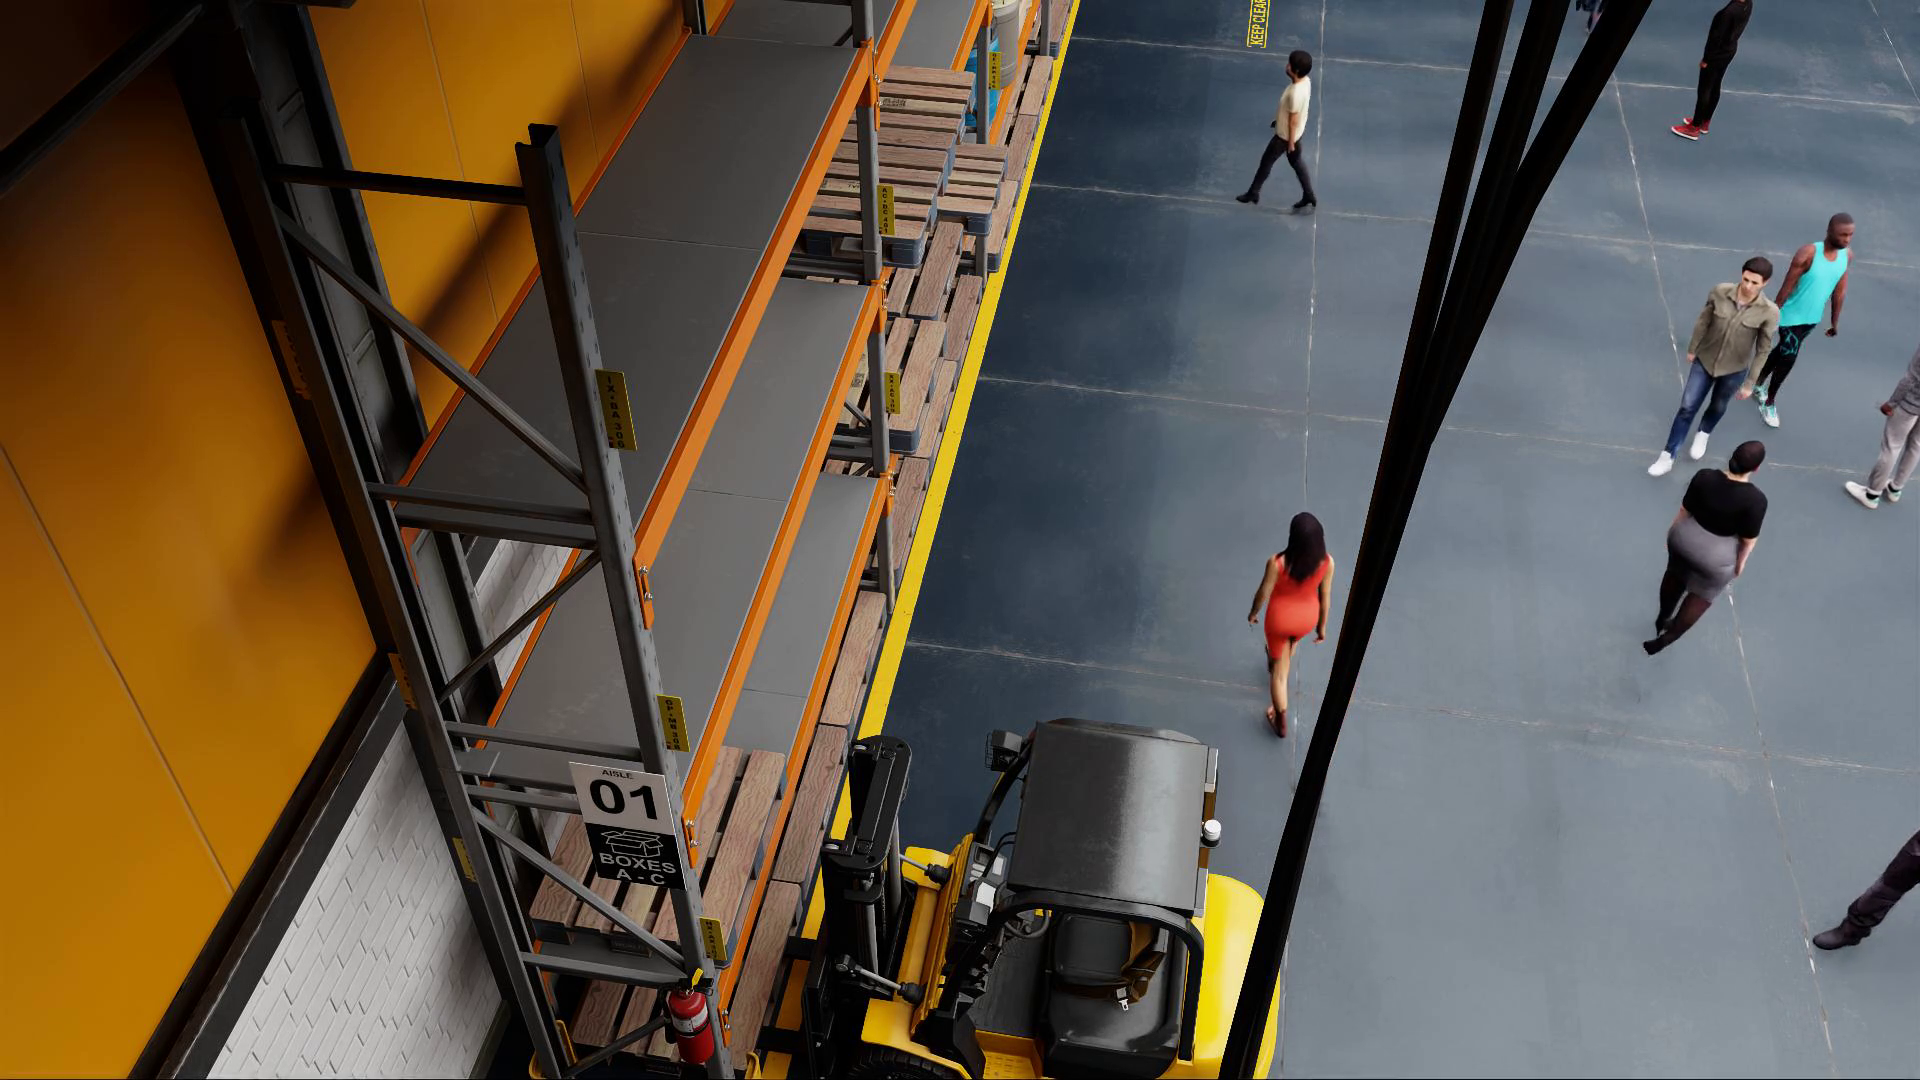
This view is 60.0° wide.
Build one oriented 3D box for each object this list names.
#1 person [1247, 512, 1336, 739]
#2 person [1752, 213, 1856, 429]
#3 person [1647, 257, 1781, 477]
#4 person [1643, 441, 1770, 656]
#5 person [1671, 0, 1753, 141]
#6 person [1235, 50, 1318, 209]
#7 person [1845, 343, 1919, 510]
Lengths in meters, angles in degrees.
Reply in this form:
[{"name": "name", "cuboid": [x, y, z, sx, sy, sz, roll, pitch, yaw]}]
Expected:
[{"name": "person", "cuboid": [2.087, 0.579, 10.384, 0.807, 1.683, 1.073, -5, 44, -5]}, {"name": "person", "cuboid": [6.398, -1.787, 12.783, 0.799, 1.799, 0.907, -10, 45, -10]}, {"name": "person", "cuboid": [5.672, -1.348, 12.299, 1.018, 1.831, 1.177, 24, 49, 23]}, {"name": "person", "cuboid": [4.804, 0.112, 10.837, 0.975, 1.734, 1.083, 31, 52, 28]}, {"name": "person", "cuboid": [7.254, -4.638, 15.864, 0.650, 1.677, 0.731, -32, 52, -29]}, {"name": "person", "cuboid": [3.025, -3.631, 14.898, 0.797, 1.551, 0.960, 16, 46, 16]}, {"name": "person", "cuboid": [6.897, -1.002, 11.932, 0.759, 1.837, 0.703, -10, 44, -10]}]
